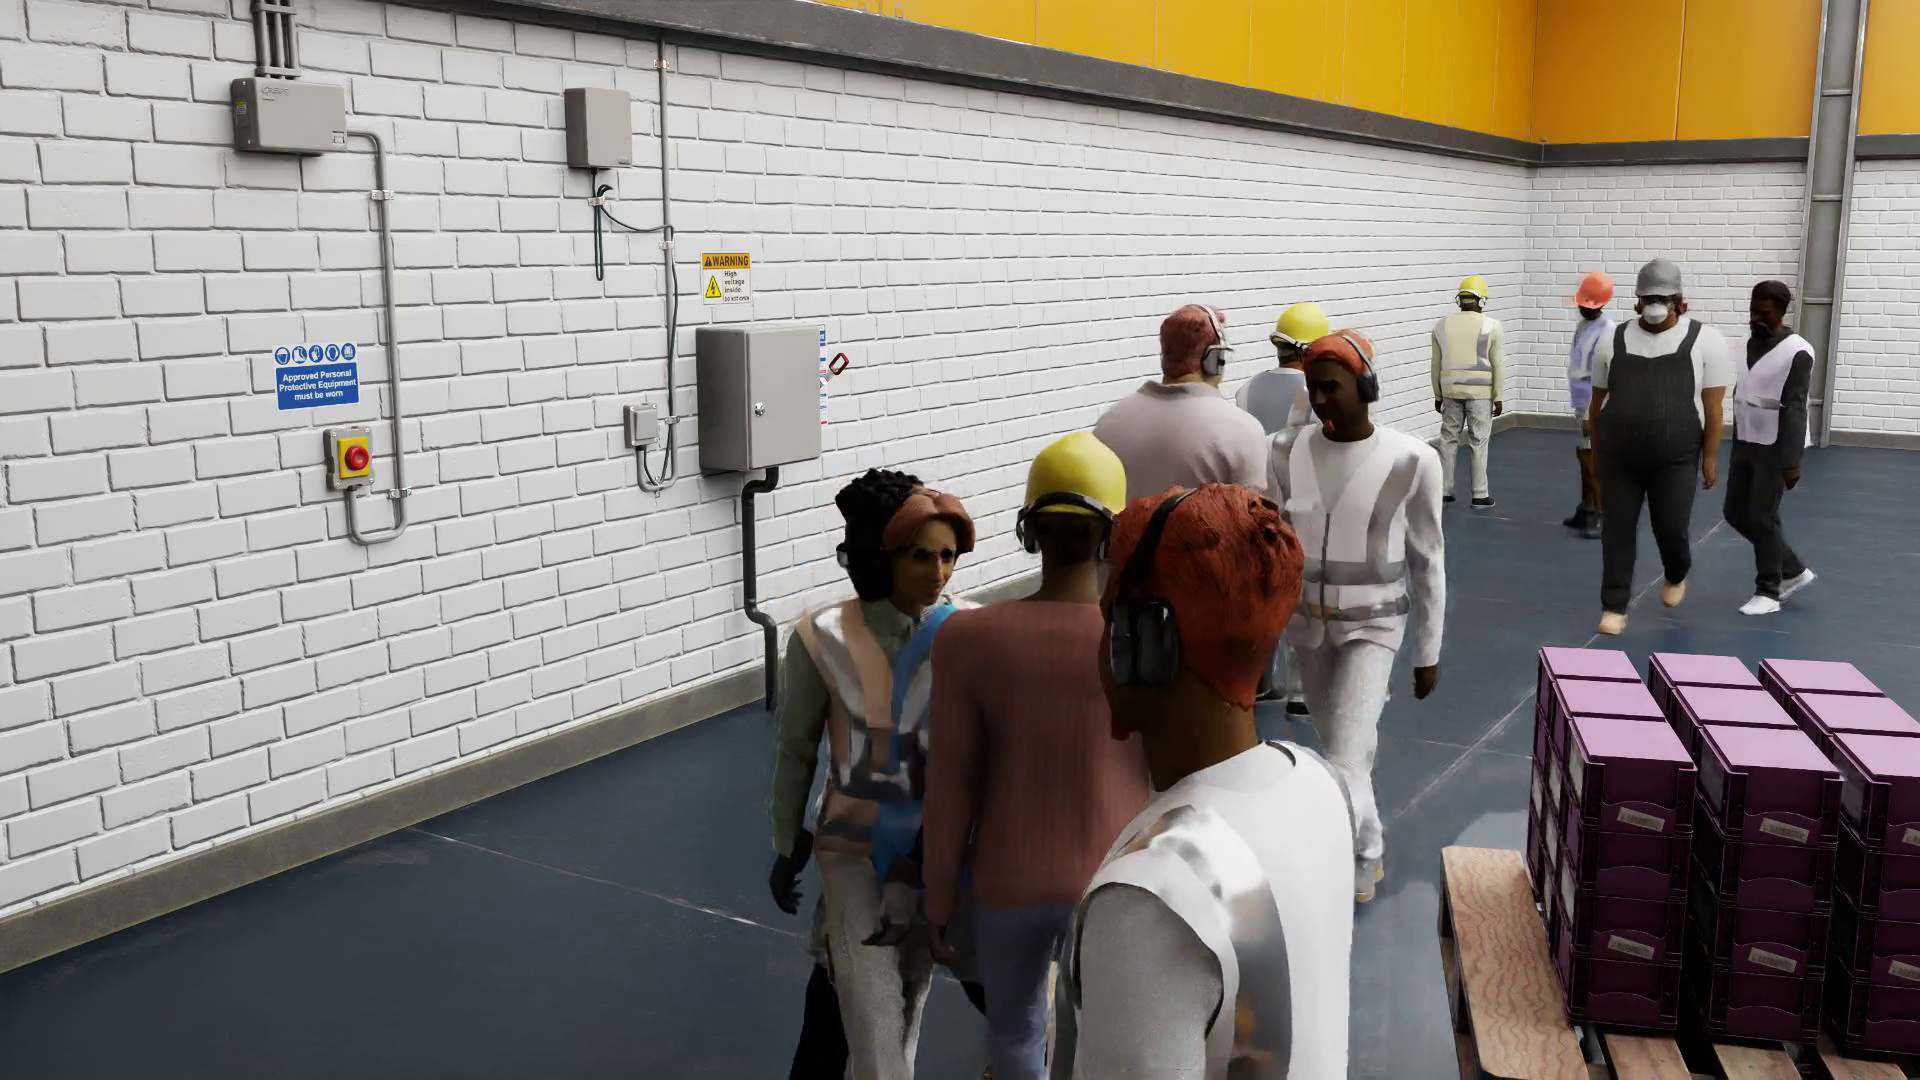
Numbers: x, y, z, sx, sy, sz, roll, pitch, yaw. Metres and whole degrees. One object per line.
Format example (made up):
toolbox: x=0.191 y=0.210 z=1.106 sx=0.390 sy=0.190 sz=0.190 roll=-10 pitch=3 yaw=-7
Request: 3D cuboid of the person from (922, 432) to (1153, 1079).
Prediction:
person: x=0.221 y=0.650 z=3.310 sx=0.537 sy=1.732 sz=0.845 roll=2 pitch=10 yaw=10

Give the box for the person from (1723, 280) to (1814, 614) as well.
person: x=4.619 y=-0.523 z=9.405 sx=0.536 sy=1.886 sz=0.627 roll=-1 pitch=10 yaw=-7

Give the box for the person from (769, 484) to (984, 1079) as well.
person: x=-0.091 y=0.688 z=3.454 sx=0.534 sy=1.593 sz=0.835 roll=-4 pitch=11 yaw=-21

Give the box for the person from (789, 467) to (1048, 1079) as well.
person: x=-0.106 y=0.661 z=3.524 sx=0.527 sy=1.642 sz=0.922 roll=10 pitch=14 yaw=43

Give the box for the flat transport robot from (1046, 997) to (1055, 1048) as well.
flat transport robot: x=0.505 y=1.223 z=4.194 sx=0.652 sy=0.197 sz=1.431 roll=3 pitch=11 yaw=16

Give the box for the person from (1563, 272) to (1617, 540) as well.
person: x=4.457 y=-0.962 z=11.864 sx=0.375 sy=1.889 sz=0.705 roll=1 pitch=10 yaw=3

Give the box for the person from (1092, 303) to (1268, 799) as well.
person: x=0.723 y=0.206 z=5.302 sx=0.652 sy=1.904 sz=0.403 roll=9 pitch=13 yaw=40

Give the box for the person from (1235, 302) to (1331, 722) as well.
person: x=1.469 y=-0.124 z=7.333 sx=0.404 sy=1.829 sz=0.600 roll=-7 pitch=12 yaw=-34

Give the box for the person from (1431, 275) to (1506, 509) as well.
person: x=3.996 y=-1.156 z=13.066 sx=0.587 sy=1.828 sz=0.404 roll=8 pitch=13 yaw=37

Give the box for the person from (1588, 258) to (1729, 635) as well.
person: x=3.728 y=-0.522 z=8.961 sx=0.691 sy=2.000 sz=0.740 roll=7 pitch=12 yaw=32

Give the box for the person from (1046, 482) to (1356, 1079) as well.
person: x=0.333 y=0.866 z=1.792 sx=0.828 sy=1.860 sz=0.596 roll=5 pitch=11 yaw=26

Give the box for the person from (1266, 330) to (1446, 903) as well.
person: x=1.119 y=0.293 z=5.023 sx=0.574 sy=1.829 sz=1.017 roll=7 pitch=13 yaw=36
